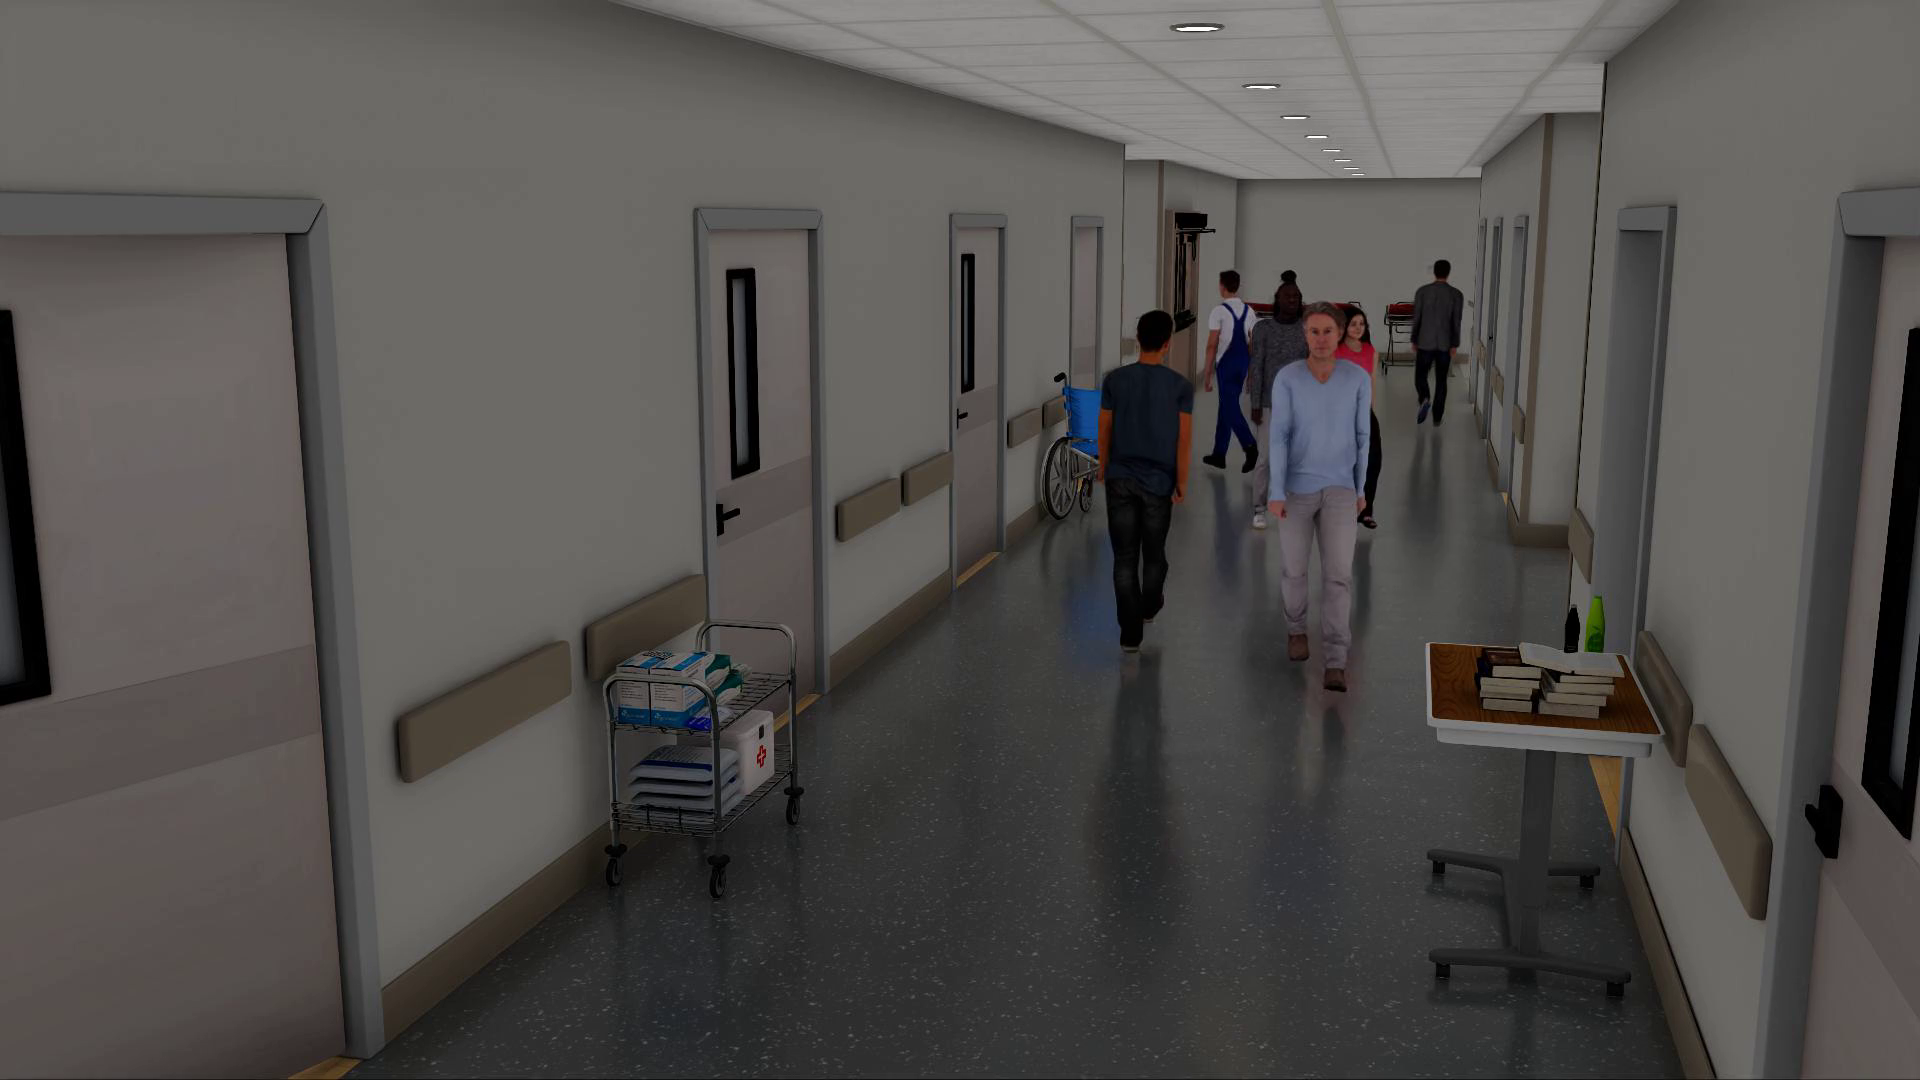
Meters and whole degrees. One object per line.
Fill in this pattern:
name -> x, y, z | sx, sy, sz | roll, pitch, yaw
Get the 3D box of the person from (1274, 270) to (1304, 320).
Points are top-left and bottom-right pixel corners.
person -> 4.429, -2.824, 22.504 | 0.648, 1.639, 0.681 | 6, 13, 31

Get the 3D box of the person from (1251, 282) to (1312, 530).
person -> 2.398, -1.002, 12.392 | 0.741, 1.831, 0.680 | -1, 11, -3

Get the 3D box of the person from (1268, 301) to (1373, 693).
person -> 1.736, -0.213, 8.209 | 0.738, 1.838, 1.267 | 2, 11, 8

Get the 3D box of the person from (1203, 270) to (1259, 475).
person -> 2.496, -1.479, 14.963 | 1.169, 1.809, 1.308 | -5, 12, -26

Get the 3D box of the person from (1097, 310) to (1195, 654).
person -> 0.937, -0.265, 8.699 | 0.762, 1.759, 1.200 | 1, 11, 8

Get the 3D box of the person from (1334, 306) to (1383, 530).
person -> 2.840, -0.889, 12.284 | 0.704, 1.649, 0.747 | -3, 11, -15

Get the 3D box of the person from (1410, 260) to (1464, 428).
person -> 5.248, -2.150, 18.387 | 0.704, 1.851, 0.984 | 3, 11, 13
